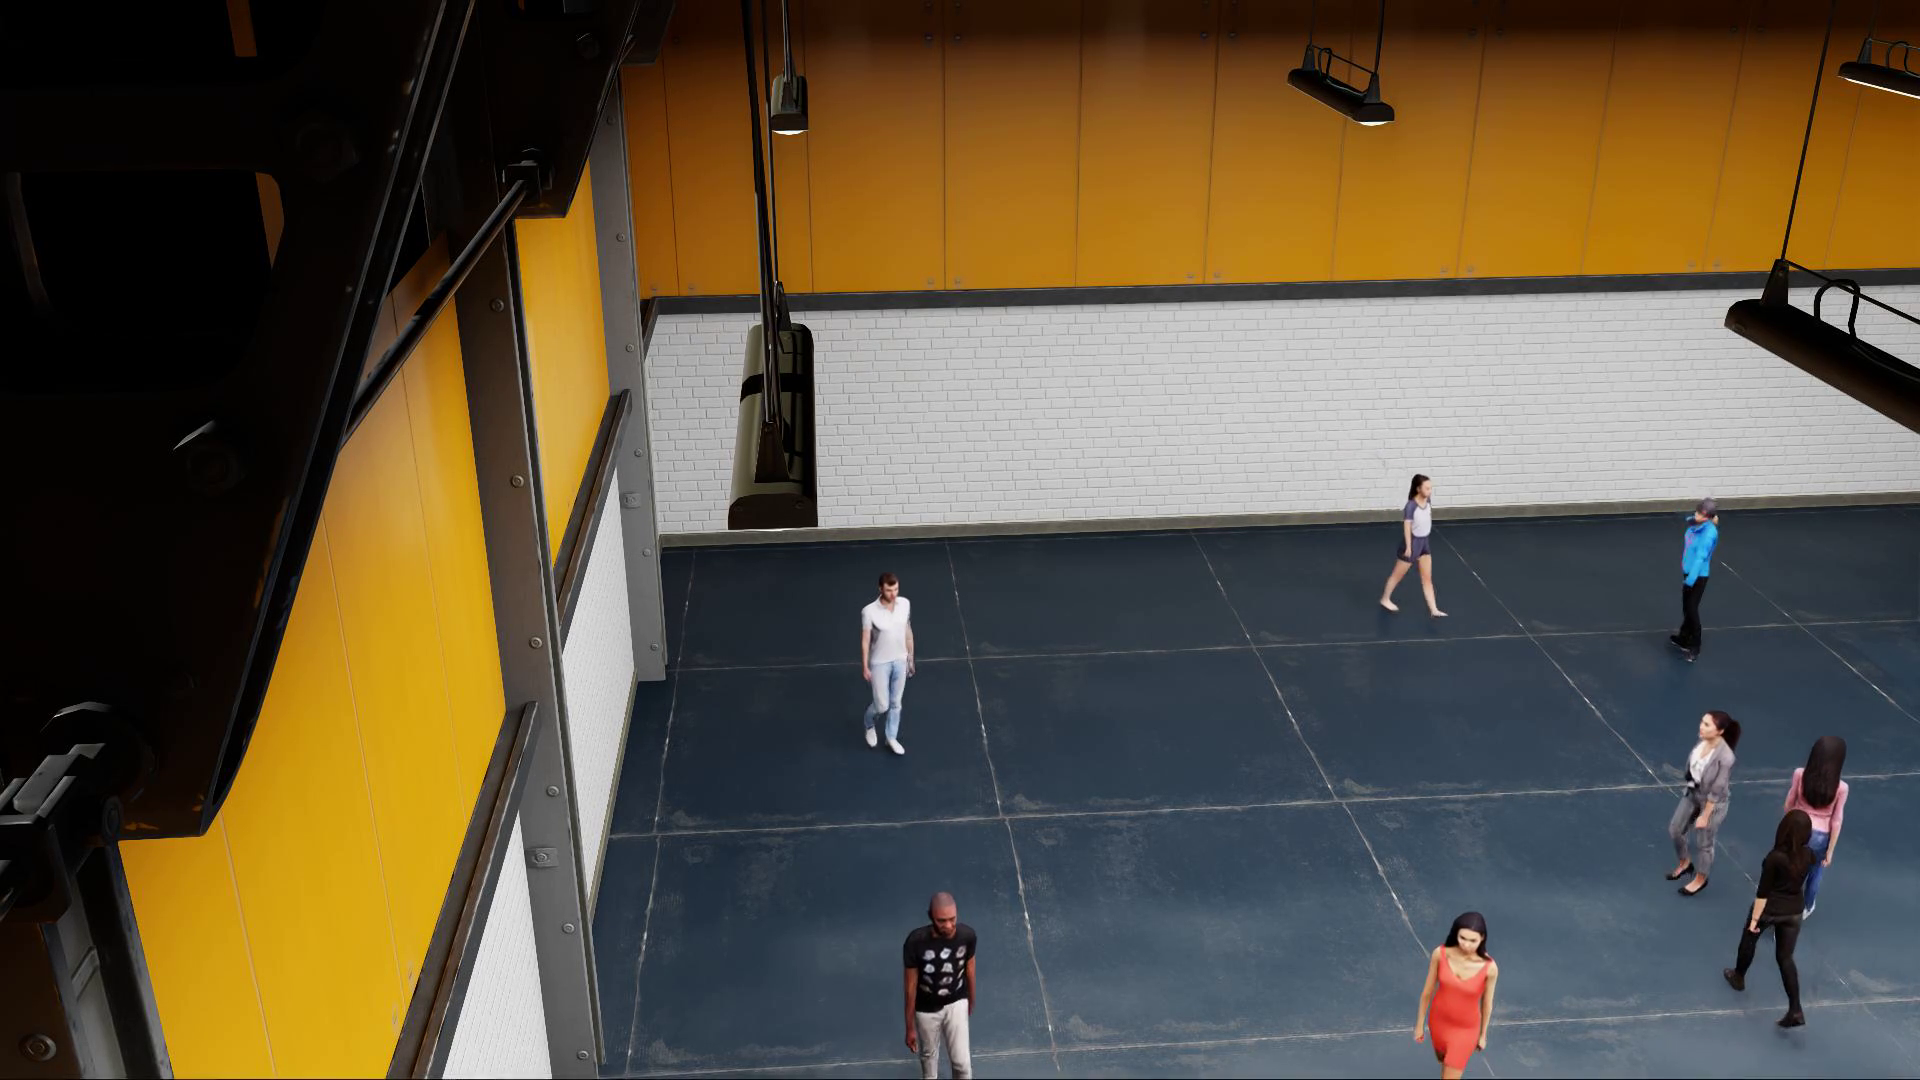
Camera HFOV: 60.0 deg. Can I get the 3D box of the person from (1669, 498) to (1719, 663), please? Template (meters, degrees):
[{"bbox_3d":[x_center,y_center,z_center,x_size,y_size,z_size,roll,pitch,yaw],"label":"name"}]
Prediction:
[{"bbox_3d":[7.547,0.337,17.060,0.862,1.778,0.652,12,26,25],"label":"person"}]

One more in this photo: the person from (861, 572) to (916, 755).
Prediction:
[{"bbox_3d":[-0.702,1.087,15.266,0.796,1.839,0.849,-14,27,-29],"label":"person"}]

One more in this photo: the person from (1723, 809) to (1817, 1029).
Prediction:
[{"bbox_3d":[5.881,2.713,11.838,0.571,1.607,1.043,-1,24,-3],"label":"person"}]

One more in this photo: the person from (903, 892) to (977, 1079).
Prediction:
[{"bbox_3d":[-0.158,3.013,10.935,0.702,1.780,0.943,-4,24,-8],"label":"person"}]

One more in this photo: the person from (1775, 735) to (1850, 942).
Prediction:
[{"bbox_3d":[6.414,2.294,12.652,0.886,1.723,0.974,15,28,31],"label":"person"}]

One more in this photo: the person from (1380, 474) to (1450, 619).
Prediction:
[{"bbox_3d":[4.806,0.061,17.900,0.956,1.612,1.122,-17,29,-34],"label":"person"}]

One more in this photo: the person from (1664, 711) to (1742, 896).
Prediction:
[{"bbox_3d":[5.994,2.097,13.174,0.686,1.665,0.509,-4,24,-8],"label":"person"}]

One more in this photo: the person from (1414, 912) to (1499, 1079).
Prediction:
[{"bbox_3d":[3.220,3.119,10.814,1.024,1.682,1.190,13,27,28],"label":"person"}]
